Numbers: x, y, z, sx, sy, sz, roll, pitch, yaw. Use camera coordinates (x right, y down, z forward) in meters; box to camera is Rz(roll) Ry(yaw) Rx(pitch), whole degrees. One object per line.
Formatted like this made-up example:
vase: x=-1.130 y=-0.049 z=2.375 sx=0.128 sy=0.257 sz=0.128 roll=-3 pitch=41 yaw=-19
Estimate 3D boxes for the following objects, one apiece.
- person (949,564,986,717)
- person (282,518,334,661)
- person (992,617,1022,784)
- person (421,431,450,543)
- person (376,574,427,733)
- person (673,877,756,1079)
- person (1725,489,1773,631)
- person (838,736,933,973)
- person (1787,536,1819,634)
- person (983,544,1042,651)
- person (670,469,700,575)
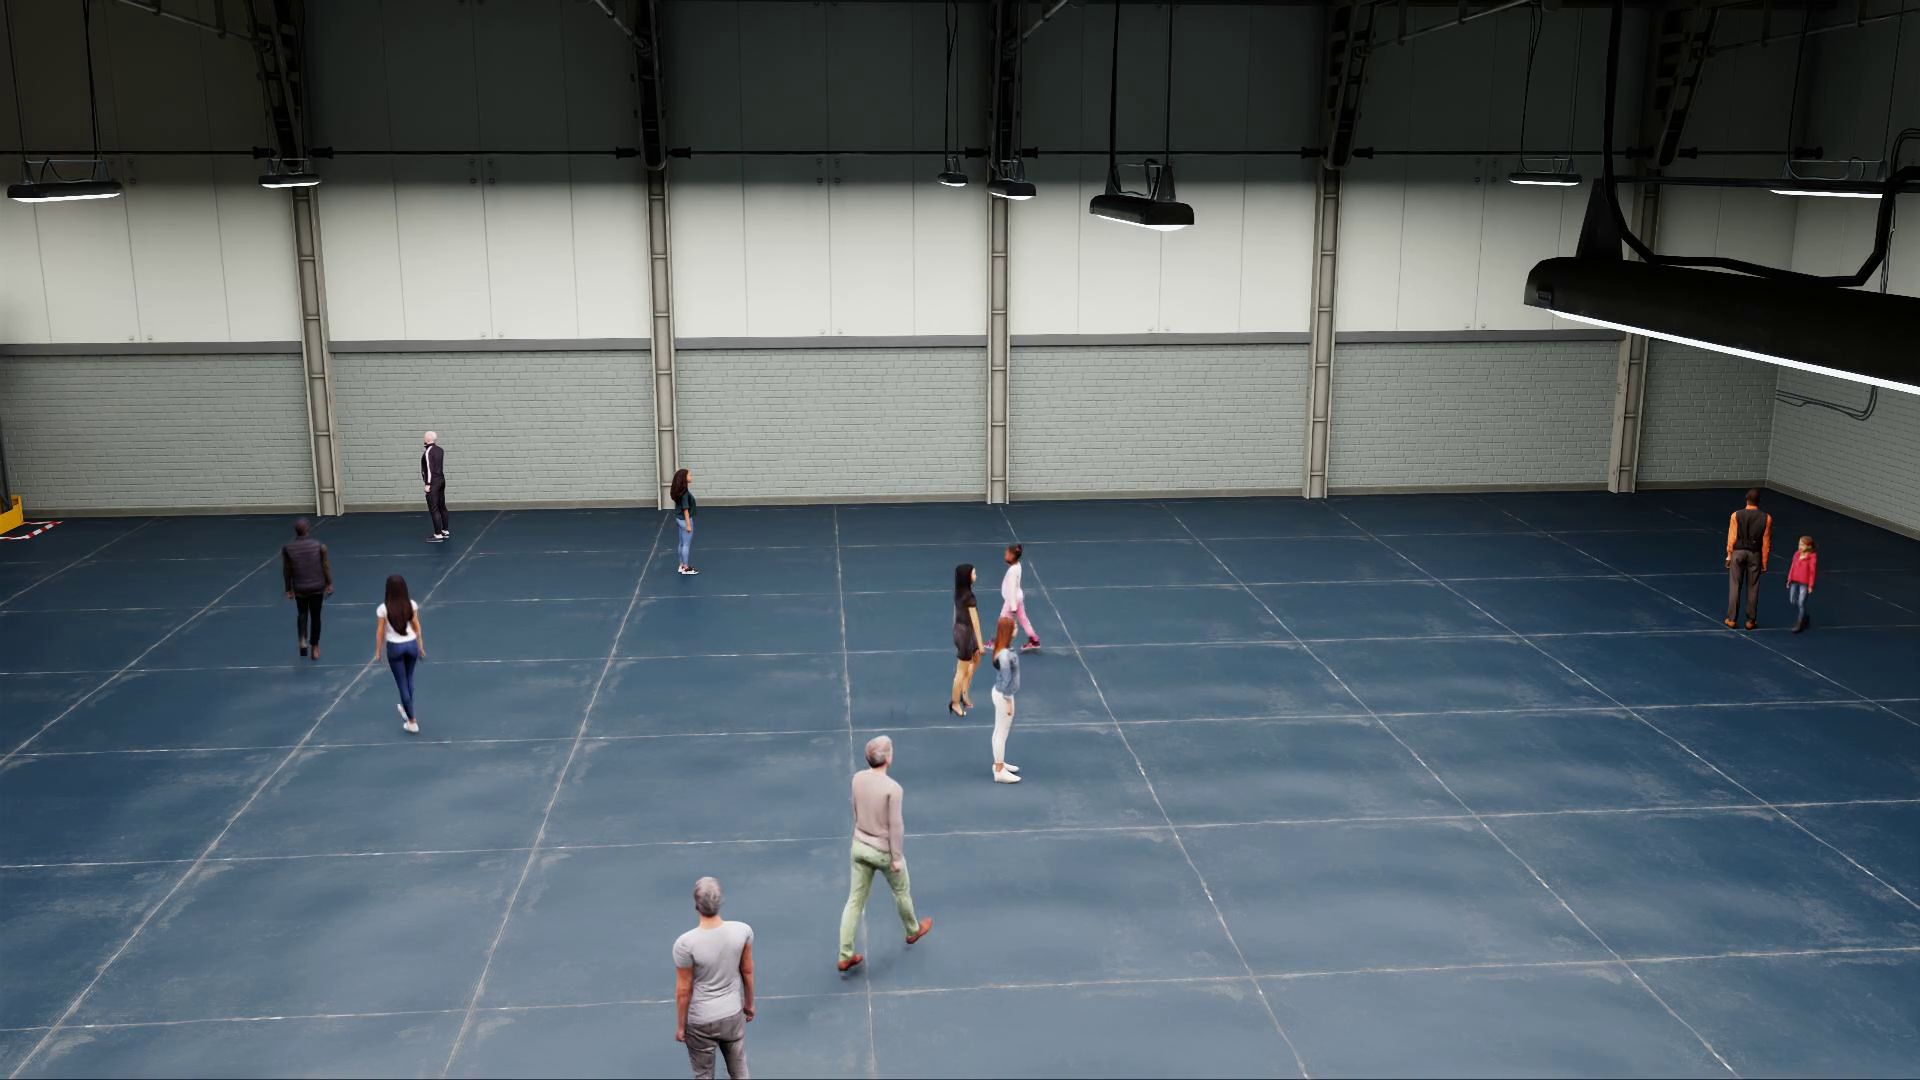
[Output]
person: x=-0.034 y=1.150 z=18.852 sx=0.697 sy=1.776 sz=0.650 roll=-4 pitch=14 yaw=-15
person: x=-8.221 y=0.639 z=20.950 sx=0.702 sy=1.825 sz=0.795 roll=-3 pitch=13 yaw=-11
person: x=0.437 y=1.613 z=17.014 sx=0.535 sy=1.702 sz=0.626 roll=0 pitch=13 yaw=0
person: x=-8.698 y=-0.903 z=27.580 sx=0.651 sy=1.837 sz=0.717 roll=2 pitch=13 yaw=7
person: x=-6.130 y=1.273 z=18.381 sx=1.029 sy=1.748 sz=1.024 roll=-11 pitch=17 yaw=-39
person: x=-1.561 y=3.031 z=10.614 sx=0.659 sy=1.827 sz=0.826 roll=-8 pitch=15 yaw=-30
person: x=10.624 y=0.248 z=22.455 sx=0.719 sy=1.908 sz=0.852 roll=5 pitch=14 yaw=21
person: x=-0.713 y=2.487 z=12.973 sx=1.264 sy=1.822 sz=1.221 roll=8 pitch=15 yaw=31
person: x=11.349 y=0.578 z=22.359 sx=0.777 sy=1.307 sz=0.626 roll=-5 pitch=14 yaw=-22
person: x=0.758 y=0.765 z=21.318 sx=1.071 sy=1.412 sz=0.788 roll=3 pitch=13 yaw=14
person: x=-4.214 y=-0.293 z=25.436 sx=0.695 sy=1.617 sz=0.679 roll=-6 pitch=14 yaw=-23
